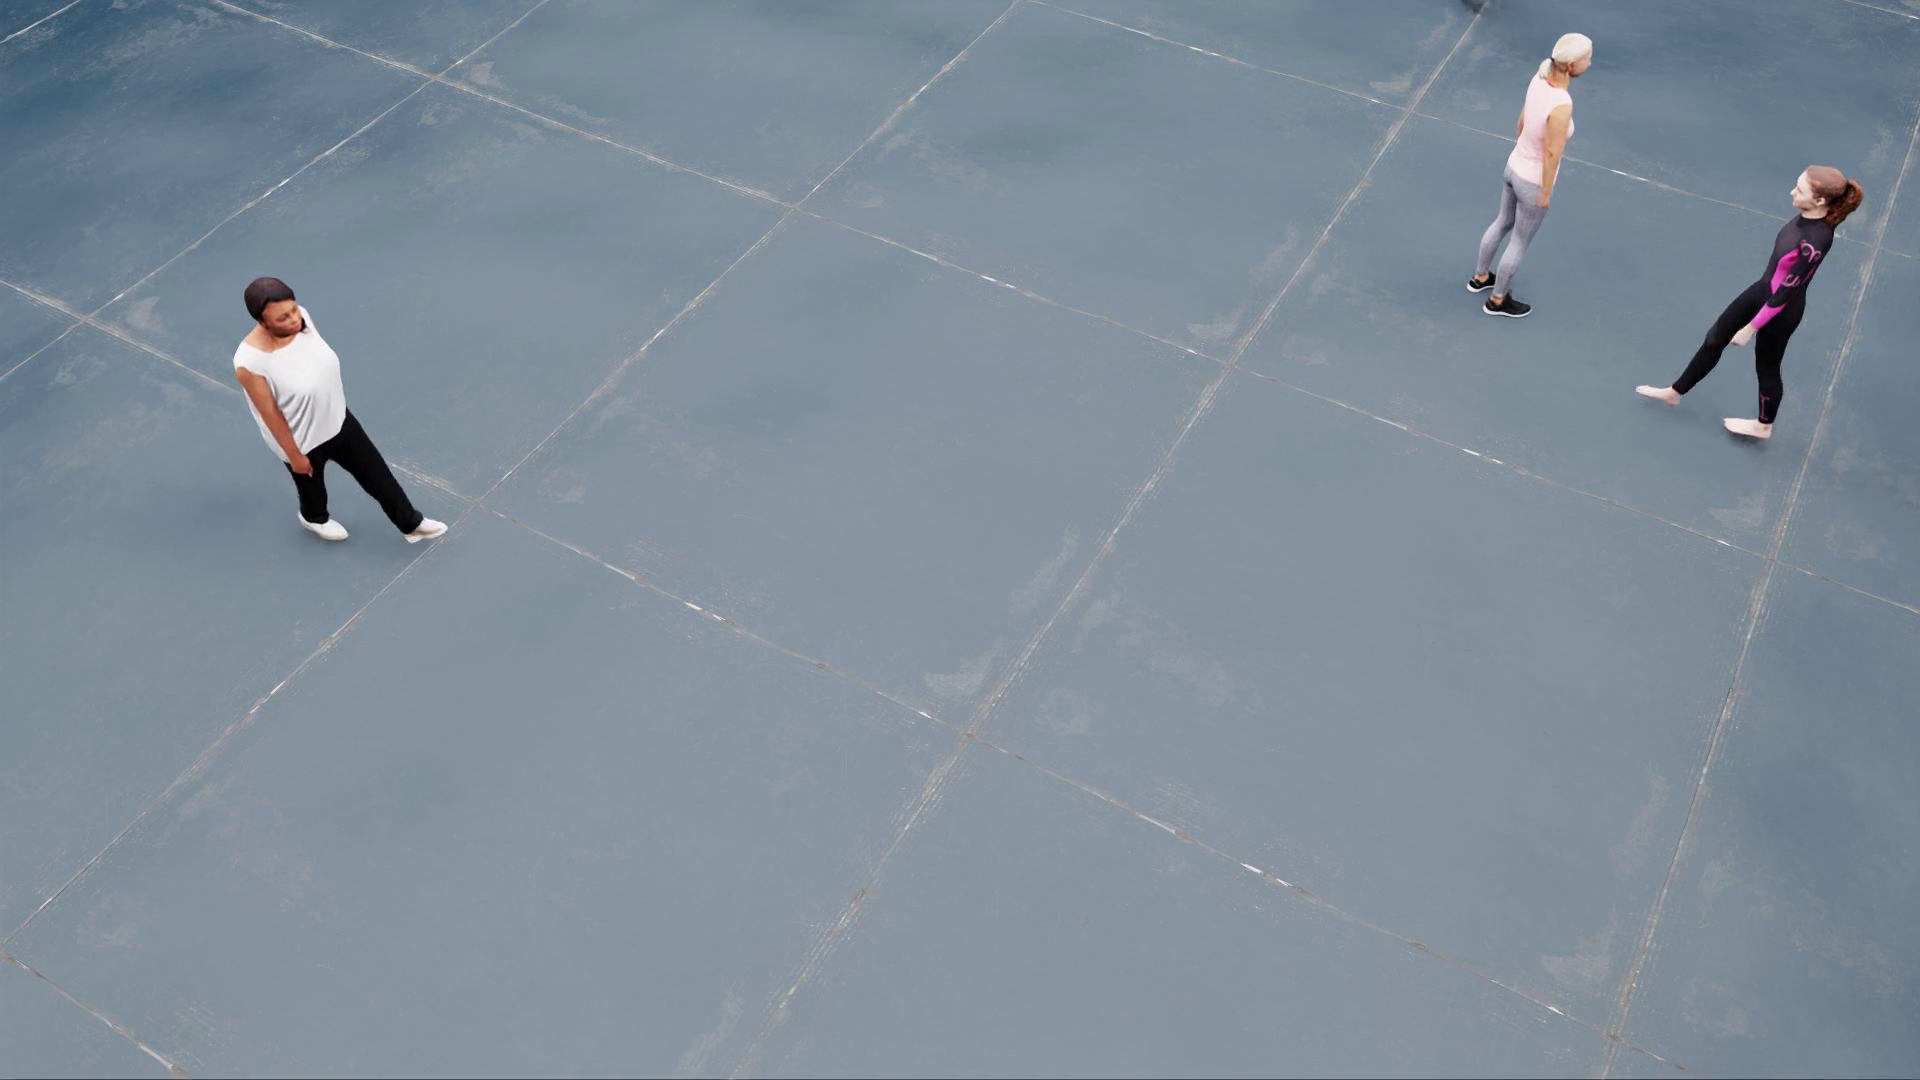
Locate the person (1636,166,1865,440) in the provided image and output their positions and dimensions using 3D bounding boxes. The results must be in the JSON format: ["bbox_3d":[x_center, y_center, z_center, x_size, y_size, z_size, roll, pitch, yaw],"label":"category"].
[{"bbox_3d":[4.234,-1.139,8.451,1.001,1.716,0.710,15,49,13],"label":"person"}]

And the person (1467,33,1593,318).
[{"bbox_3d":[3.176,-2.035,9.275,0.677,1.723,0.632,-7,48,-7],"label":"person"}]

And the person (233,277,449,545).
[{"bbox_3d":[-3.165,-0.585,7.984,1.074,1.651,0.749,17,49,15],"label":"person"}]
